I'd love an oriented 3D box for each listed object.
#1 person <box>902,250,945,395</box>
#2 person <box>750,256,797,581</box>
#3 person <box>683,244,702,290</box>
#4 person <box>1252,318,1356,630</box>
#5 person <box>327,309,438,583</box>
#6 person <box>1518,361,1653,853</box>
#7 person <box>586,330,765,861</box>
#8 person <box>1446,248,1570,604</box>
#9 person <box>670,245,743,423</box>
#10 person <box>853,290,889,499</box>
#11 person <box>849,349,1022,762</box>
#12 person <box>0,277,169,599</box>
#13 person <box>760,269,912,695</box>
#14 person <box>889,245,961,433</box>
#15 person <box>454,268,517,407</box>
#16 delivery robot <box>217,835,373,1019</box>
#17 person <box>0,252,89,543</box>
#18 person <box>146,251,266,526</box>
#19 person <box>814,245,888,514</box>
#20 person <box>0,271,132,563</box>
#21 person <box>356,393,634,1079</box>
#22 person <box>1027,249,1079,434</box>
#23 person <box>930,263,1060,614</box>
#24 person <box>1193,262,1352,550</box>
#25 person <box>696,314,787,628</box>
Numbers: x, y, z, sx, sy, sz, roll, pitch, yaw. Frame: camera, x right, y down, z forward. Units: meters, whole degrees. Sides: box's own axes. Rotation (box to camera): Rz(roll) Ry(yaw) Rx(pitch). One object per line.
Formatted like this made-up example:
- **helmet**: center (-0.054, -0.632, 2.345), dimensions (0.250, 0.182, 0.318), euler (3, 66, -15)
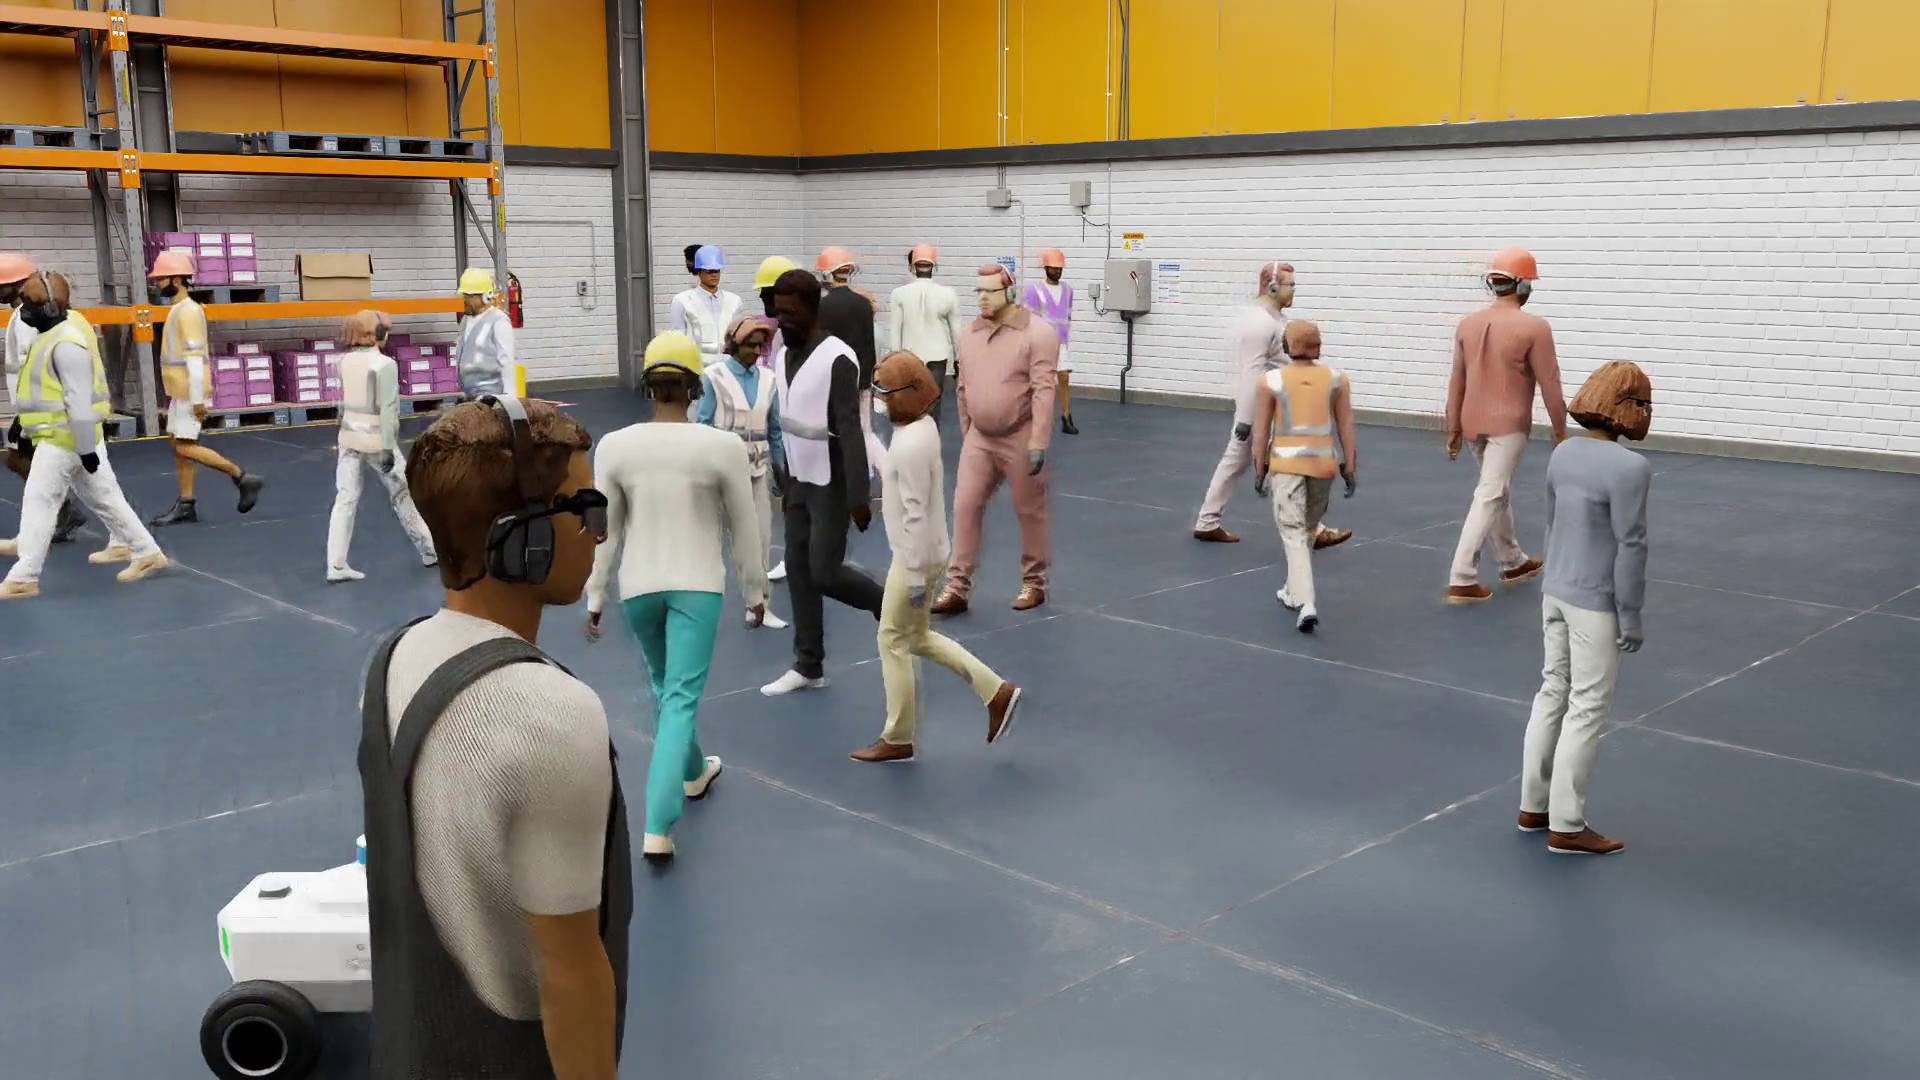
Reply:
- **person**: center (-0.472, -2.718, 20.903), dimensions (0.702, 1.846, 0.558), euler (-5, 12, -26)
- **person**: center (-0.974, -0.688, 9.683), dimensions (0.609, 1.896, 0.666), euler (0, 10, -1)
- **person**: center (-2.955, -2.520, 19.629), dimensions (0.701, 1.927, 0.650), euler (-1, 10, -8)
- **person**: center (1.803, -0.356, 8.675), dimensions (0.522, 1.595, 0.850), euler (-1, 10, -8)
- **person**: center (-3.447, -0.565, 9.855), dimensions (0.519, 1.579, 0.871), euler (6, 12, 29)
- **person**: center (2.079, 0.220, 5.500), dimensions (0.311, 1.624, 0.493), euler (-2, 11, -10)
- **person**: center (-0.955, 0.161, 5.572), dimensions (0.561, 1.701, 0.944), euler (1, 10, 7)
- **person**: center (3.086, -0.632, 9.252), dimensions (1.001, 1.942, 0.633), euler (-6, 12, -28)
- **person**: center (-1.869, -1.219, 12.439), dimensions (0.605, 1.949, 0.402), euler (-7, 13, -35)
- **person**: center (-0.791, -1.105, 12.753), dimensions (0.701, 1.602, 0.513), euler (2, 11, 8)
- **person**: center (-0.107, 0.075, 6.304), dimensions (0.594, 1.606, 0.506), euler (1, 10, 7)
- **person**: center (-5.068, -0.594, 9.475), dimensions (0.973, 1.799, 0.628), euler (-6, 12, -32)
- **person**: center (-0.541, -0.253, 7.369), dimensions (0.697, 1.888, 0.612), euler (-6, 12, -31)
- **person**: center (-0.294, -1.607, 14.603), dimensions (0.646, 1.938, 1.045), euler (0, 10, -1)
- **person**: center (-3.484, -1.138, 12.453), dimensions (0.876, 1.795, 0.613), euler (-10, 14, -42)
- **delivery robot**: center (-1.417, 0.962, 4.098), dimensions (0.707, 0.478, 0.477), euler (0, 10, -1)
- **person**: center (-6.034, -0.894, 10.771), dimensions (0.402, 1.910, 0.583), euler (-5, 12, -27)
- **person**: center (-5.332, -1.055, 11.634), dimensions (0.671, 1.920, 0.550), euler (-6, 12, -29)
- **person**: center (-0.766, -1.130, 11.951), dimensions (0.917, 1.963, 0.623), euler (9, 13, 39)
- **person**: center (-5.564, -0.731, 10.195), dimensions (0.934, 1.798, 0.641), euler (-4, 11, -20)
- **person**: center (-0.603, 0.732, 2.129), dimensions (0.524, 1.831, 0.537), euler (-9, 14, -40)
- **person**: center (0.904, -2.064, 17.224), dimensions (0.562, 1.895, 0.991), euler (-5, 12, -26)
- **person**: center (0.187, -0.510, 8.805), dimensions (0.668, 1.872, 0.890), euler (6, 12, 31)
- **person**: center (2.006, -0.860, 10.757), dimensions (1.018, 1.851, 0.643), euler (1, 10, 7)
- **person**: center (-1.183, -0.330, 8.467), dimensions (0.661, 1.627, 0.458), euler (-10, 14, -42)
